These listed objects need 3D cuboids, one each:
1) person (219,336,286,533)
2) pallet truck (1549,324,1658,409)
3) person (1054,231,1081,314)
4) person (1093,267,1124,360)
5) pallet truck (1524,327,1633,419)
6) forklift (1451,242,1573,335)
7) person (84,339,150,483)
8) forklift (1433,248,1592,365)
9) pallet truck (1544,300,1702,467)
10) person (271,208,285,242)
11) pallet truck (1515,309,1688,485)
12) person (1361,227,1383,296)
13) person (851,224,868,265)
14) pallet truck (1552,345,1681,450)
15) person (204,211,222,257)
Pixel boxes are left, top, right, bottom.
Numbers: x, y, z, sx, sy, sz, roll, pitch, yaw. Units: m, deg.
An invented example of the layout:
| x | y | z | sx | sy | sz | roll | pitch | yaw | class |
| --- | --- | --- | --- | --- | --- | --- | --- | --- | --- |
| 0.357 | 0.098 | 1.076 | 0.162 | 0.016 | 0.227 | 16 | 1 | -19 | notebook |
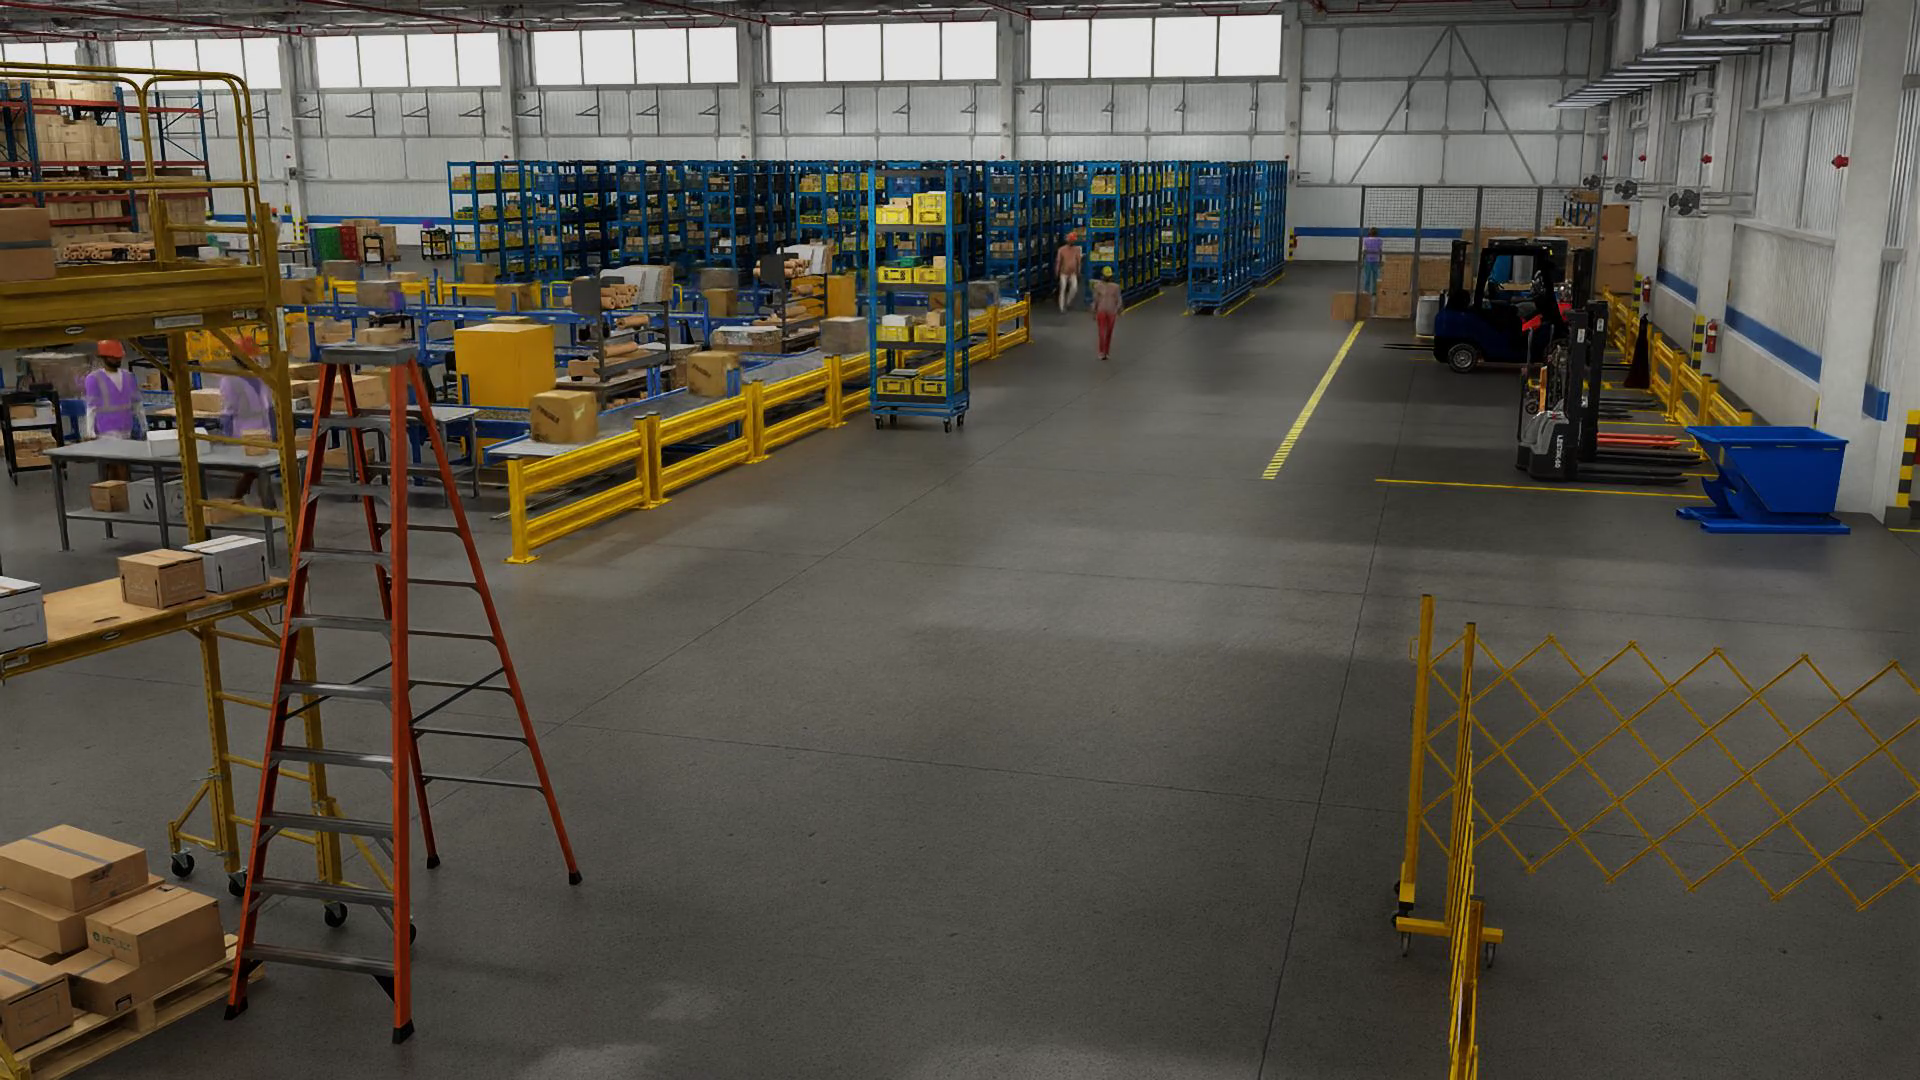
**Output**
| x | y | z | sx | sy | sz | roll | pitch | yaw | class |
| --- | --- | --- | --- | --- | --- | --- | --- | --- | --- |
| -7.197 | -1.080 | 16.882 | 1.027 | 1.999 | 0.621 | 5 | 14 | 19 | person |
| 9.824 | -2.669 | 25.407 | 1.601 | 1.201 | 0.680 | 4 | 14 | 16 | pallet truck |
| 2.591 | -6.415 | 39.966 | 0.748 | 1.966 | 0.495 | -5 | 14 | -21 | person |
| 2.762 | -4.200 | 30.919 | 0.540 | 1.724 | 0.874 | -2 | 13 | -8 | person |
| 9.065 | -2.460 | 24.370 | 1.522 | 1.261 | 0.704 | 3 | 13 | 14 | pallet truck |
| 10.464 | -4.597 | 31.405 | 2.680 | 1.987 | 1.157 | 4 | 14 | 16 | forklift |
| -8.759 | -1.165 | 17.450 | 0.949 | 1.891 | 0.574 | 6 | 14 | 23 | person |
| 9.780 | -4.111 | 29.280 | 2.680 | 1.987 | 1.157 | 3 | 13 | 14 | forklift |
| 8.263 | -1.952 | 20.631 | 1.885 | 1.965 | 0.823 | 5 | 14 | 20 | pallet truck |
| -26.997 | -12.261 | 65.758 | 0.841 | 1.712 | 0.595 | 11 | 17 | 41 | person |
| 7.554 | -1.677 | 19.446 | 1.885 | 1.965 | 0.823 | 3 | 13 | 14 | pallet truck |
| 11.168 | -7.542 | 45.109 | 0.570 | 1.843 | 0.373 | -2 | 13 | -9 | person |
| -3.001 | -8.568 | 49.568 | 0.586 | 1.833 | 0.403 | -4 | 14 | -17 | person |
| 8.641 | -1.896 | 21.908 | 1.630 | 1.274 | 0.653 | 4 | 14 | 16 | pallet truck |
| -27.515 | -11.213 | 61.161 | 0.540 | 1.754 | 0.463 | 3 | 13 | 13 | person |
